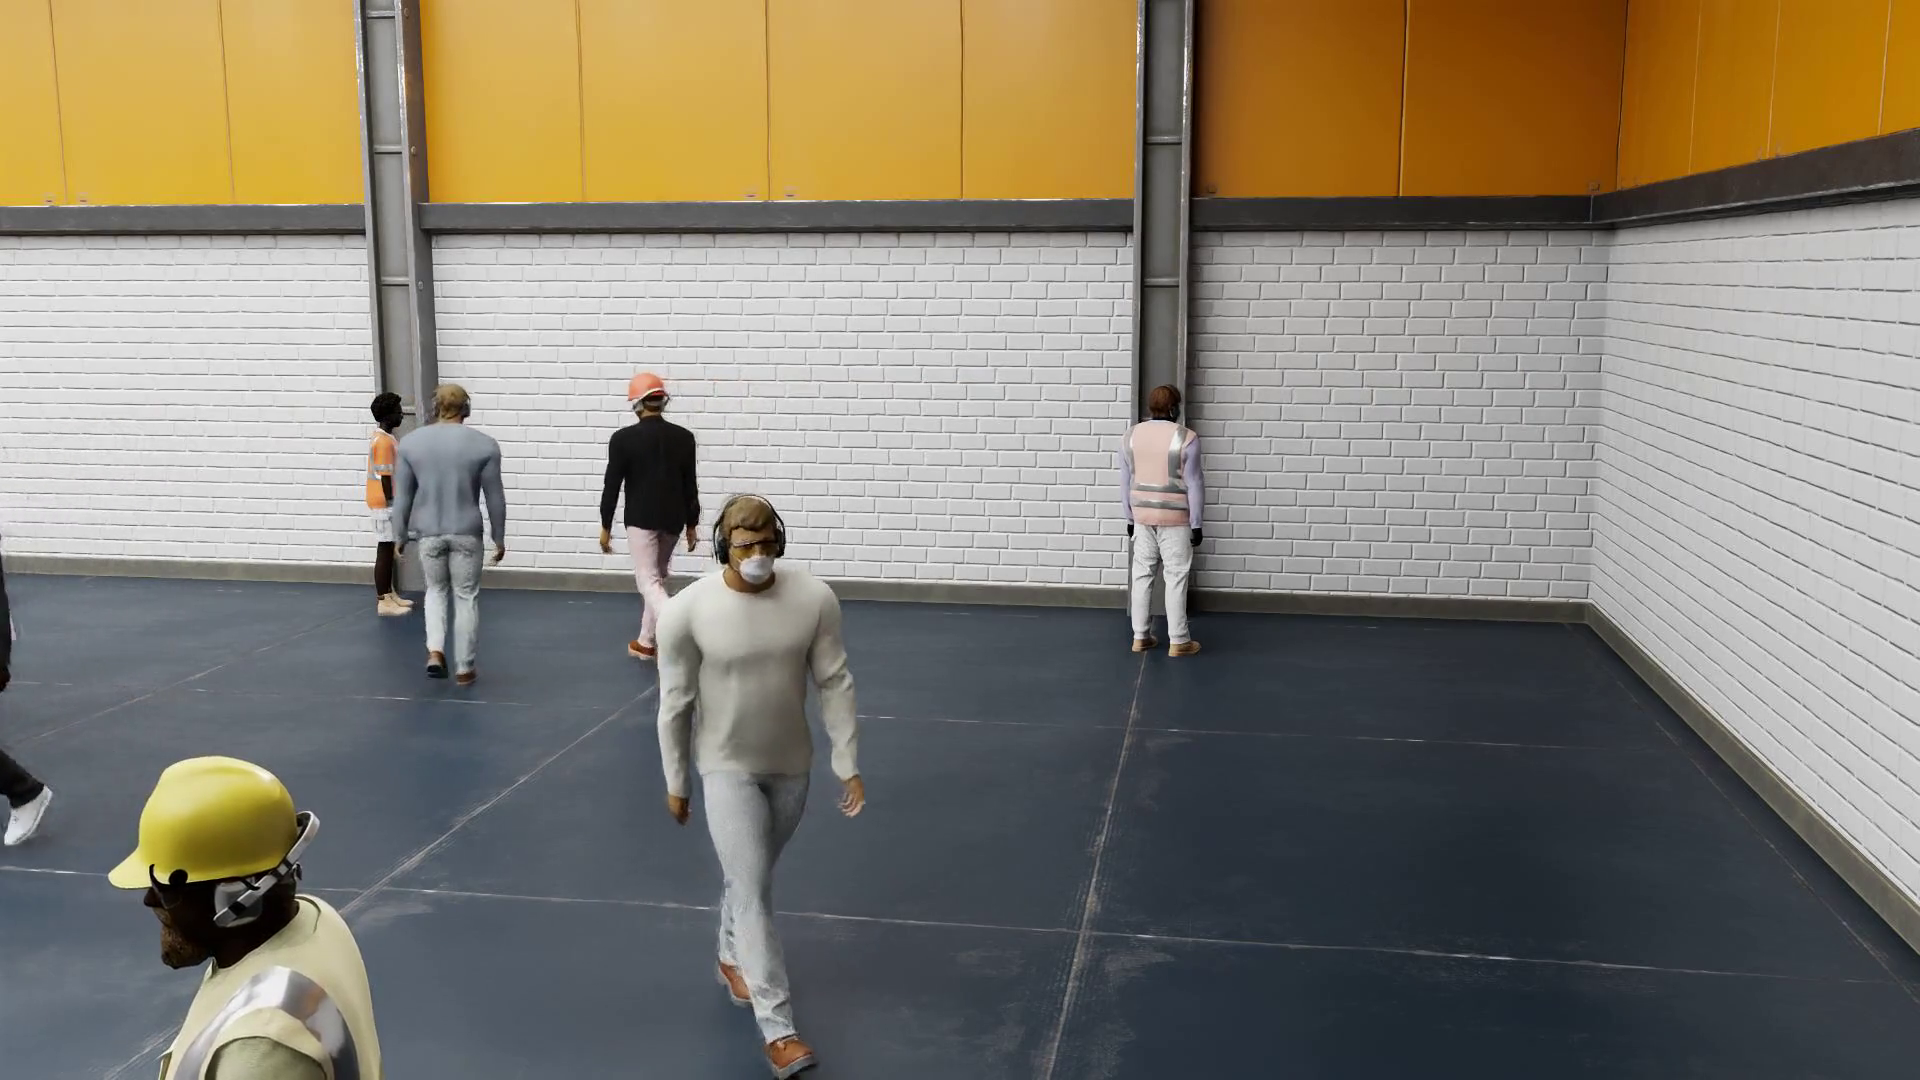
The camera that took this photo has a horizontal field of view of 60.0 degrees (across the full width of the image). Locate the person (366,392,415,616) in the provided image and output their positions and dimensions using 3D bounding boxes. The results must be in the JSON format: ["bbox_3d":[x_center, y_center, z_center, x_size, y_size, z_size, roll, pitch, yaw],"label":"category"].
[{"bbox_3d":[-4.333,-0.273,12.611,0.320,1.694,0.531,-2,10,-15],"label":"person"}]

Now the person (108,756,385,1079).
[{"bbox_3d":[-1.175,1.247,2.841,0.403,1.825,0.596,-2,10,-15],"label":"person"}]

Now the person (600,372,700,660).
[{"bbox_3d":[-1.967,-0.110,10.821,0.653,1.956,0.961,-7,11,-36],"label":"person"}]

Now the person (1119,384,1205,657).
[{"bbox_3d":[1.386,-0.132,11.279,0.625,1.844,0.429,7,11,36],"label":"person"}]

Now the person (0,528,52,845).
[{"bbox_3d":[-4.435,0.479,7.341,0.596,1.905,0.439,6,11,32],"label":"person"}]

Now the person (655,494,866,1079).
[{"bbox_3d":[-0.666,0.778,5.567,0.633,1.874,1.060,-5,10,-28],"label":"person"}]

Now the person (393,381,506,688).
[{"bbox_3d":[-3.177,-0.027,10.398,0.682,1.915,0.433,-1,9,-6],"label":"person"}]
